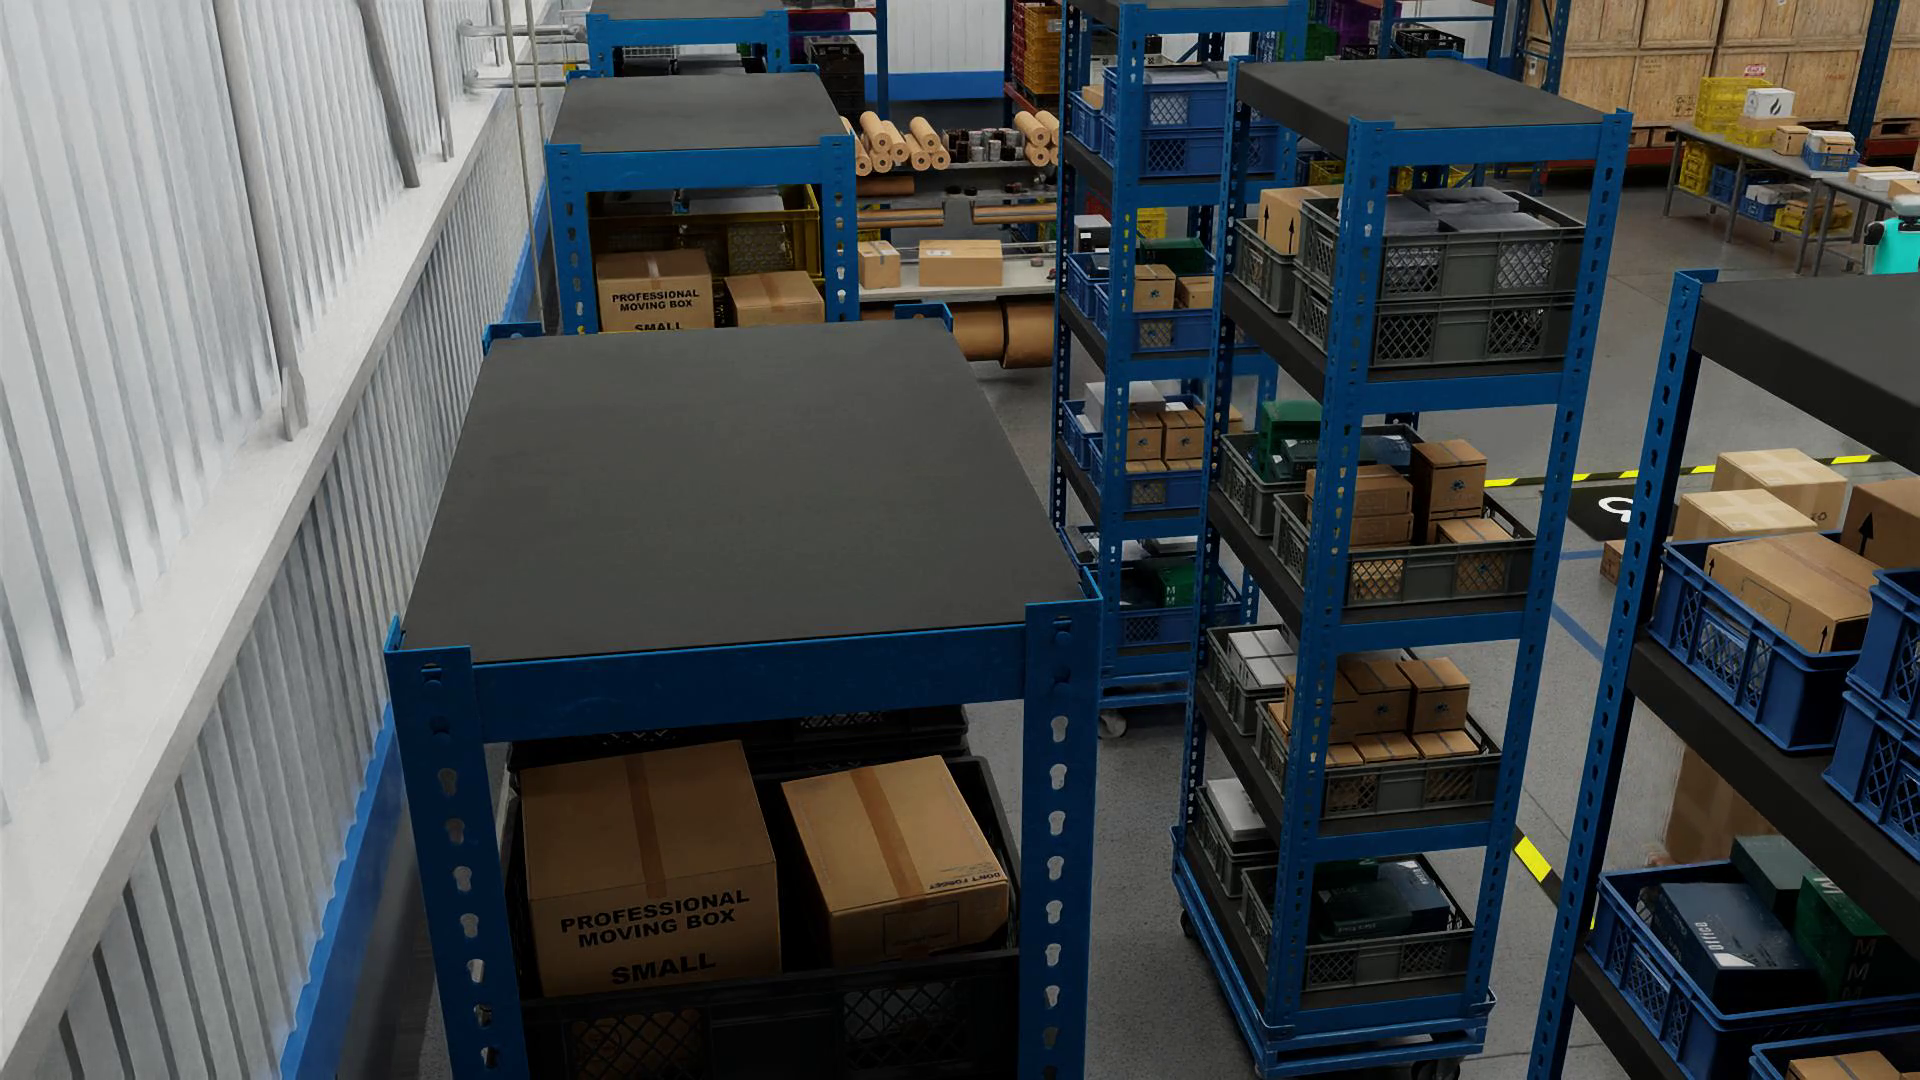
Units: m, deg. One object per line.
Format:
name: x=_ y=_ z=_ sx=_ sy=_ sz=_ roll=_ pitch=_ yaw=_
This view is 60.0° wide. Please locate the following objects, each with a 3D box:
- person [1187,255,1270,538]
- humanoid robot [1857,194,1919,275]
person: x=1.676 y=-0.905 z=10.381 sx=0.586 sy=1.841 sz=0.447 roll=1 pitch=25 yaw=2
humanoid robot: x=6.652 y=-1.545 z=11.736 sx=0.533 sy=1.681 sz=0.735 roll=0 pitch=25 yaw=0
